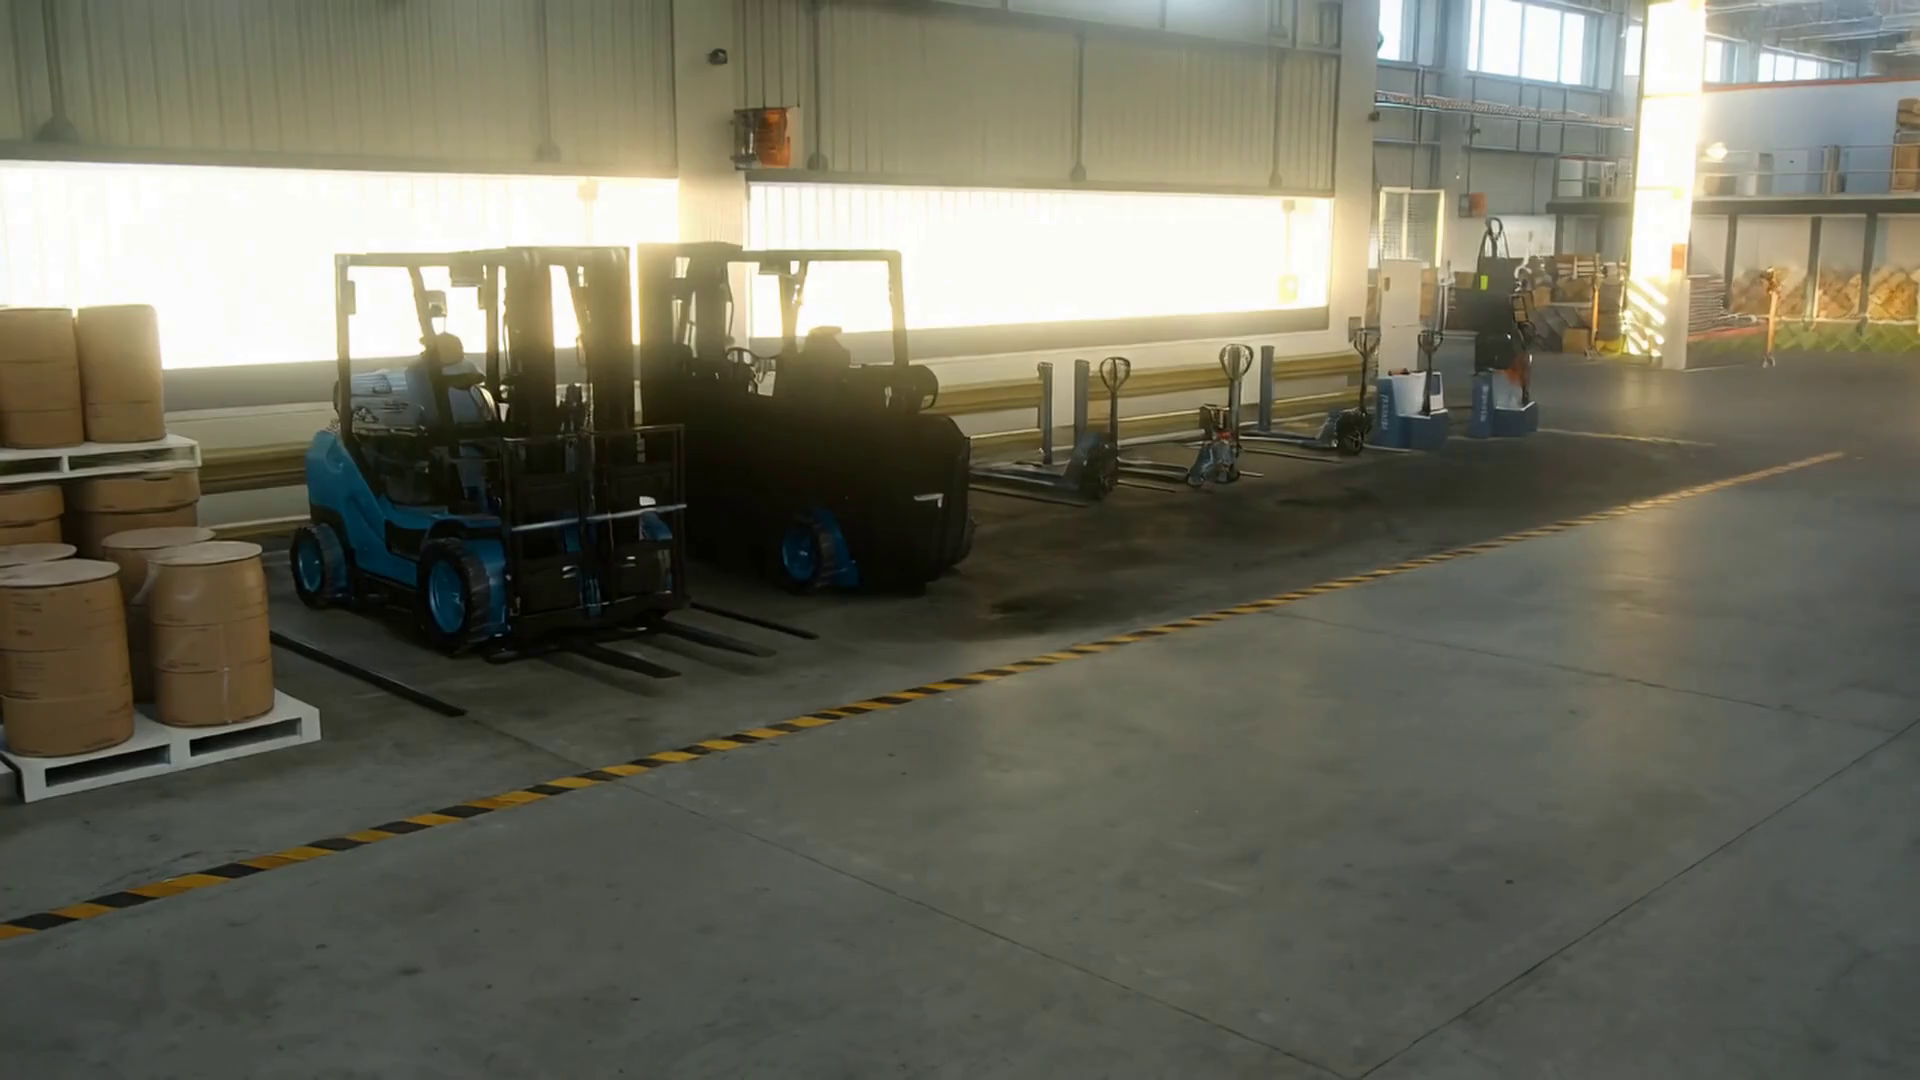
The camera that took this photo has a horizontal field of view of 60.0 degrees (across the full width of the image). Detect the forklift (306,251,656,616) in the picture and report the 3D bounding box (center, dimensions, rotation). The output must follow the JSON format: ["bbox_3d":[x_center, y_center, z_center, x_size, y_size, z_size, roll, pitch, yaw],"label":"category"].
[{"bbox_3d":[-2.833,-0.669,9.694,1.157,1.987,2.680,-10,14,-44],"label":"forklift"}]

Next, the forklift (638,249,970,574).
[{"bbox_3d":[-1.173,-0.958,11.239,2.680,1.987,1.157,10,14,43],"label":"forklift"}]

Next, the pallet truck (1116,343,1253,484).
[{"bbox_3d":[1.962,-1.215,15.415,1.522,1.261,0.704,10,14,43],"label":"pallet truck"}]

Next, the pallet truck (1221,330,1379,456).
[{"bbox_3d":[3.563,-1.581,17.381,0.653,1.274,1.630,-10,14,-44],"label":"pallet truck"}]

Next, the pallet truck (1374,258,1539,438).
[{"bbox_3d":[5.704,-2.208,18.901,1.885,1.965,0.823,10,14,43],"label":"pallet truck"}]

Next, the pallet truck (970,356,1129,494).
[{"bbox_3d":[0.784,-1.085,14.876,0.680,1.201,1.601,-10,14,-44],"label":"pallet truck"}]

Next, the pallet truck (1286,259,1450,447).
[{"bbox_3d":[4.493,-2.078,18.196,0.823,1.965,1.885,-9,14,-40],"label":"pallet truck"}]
